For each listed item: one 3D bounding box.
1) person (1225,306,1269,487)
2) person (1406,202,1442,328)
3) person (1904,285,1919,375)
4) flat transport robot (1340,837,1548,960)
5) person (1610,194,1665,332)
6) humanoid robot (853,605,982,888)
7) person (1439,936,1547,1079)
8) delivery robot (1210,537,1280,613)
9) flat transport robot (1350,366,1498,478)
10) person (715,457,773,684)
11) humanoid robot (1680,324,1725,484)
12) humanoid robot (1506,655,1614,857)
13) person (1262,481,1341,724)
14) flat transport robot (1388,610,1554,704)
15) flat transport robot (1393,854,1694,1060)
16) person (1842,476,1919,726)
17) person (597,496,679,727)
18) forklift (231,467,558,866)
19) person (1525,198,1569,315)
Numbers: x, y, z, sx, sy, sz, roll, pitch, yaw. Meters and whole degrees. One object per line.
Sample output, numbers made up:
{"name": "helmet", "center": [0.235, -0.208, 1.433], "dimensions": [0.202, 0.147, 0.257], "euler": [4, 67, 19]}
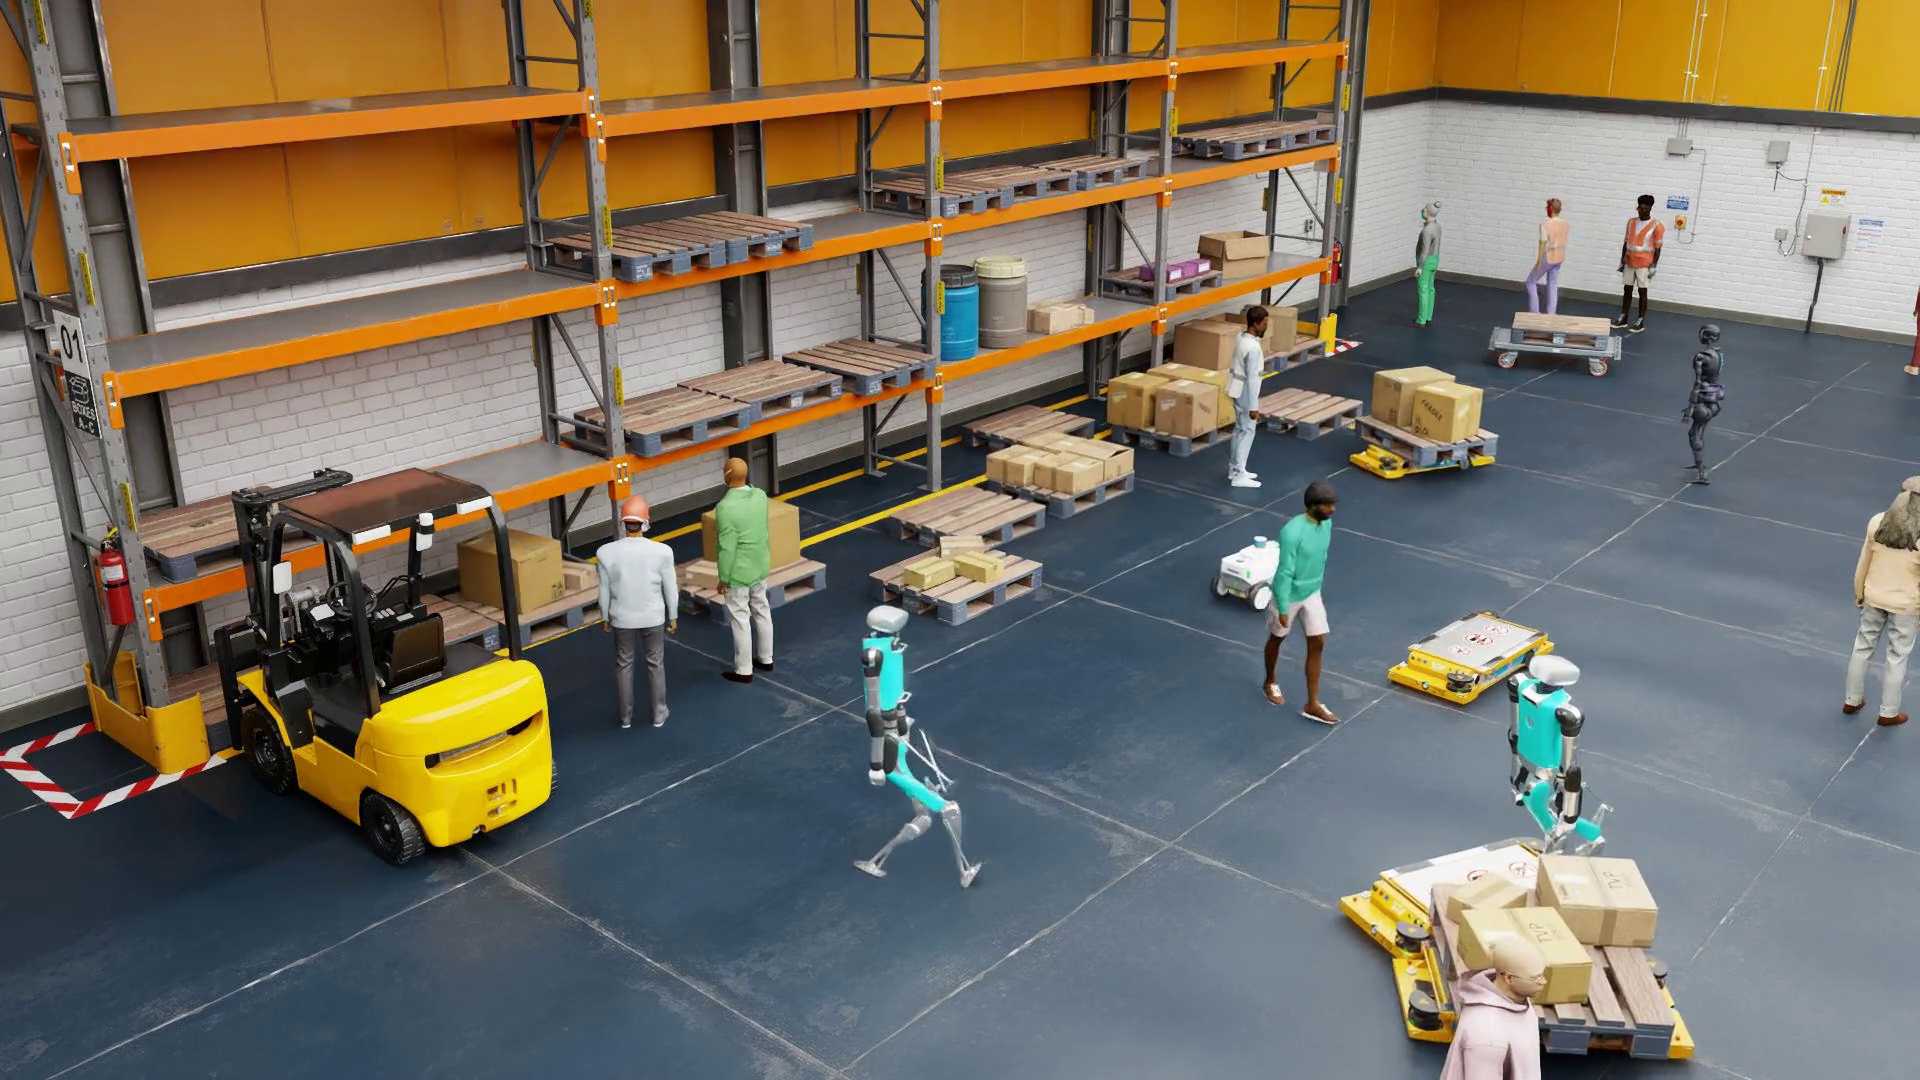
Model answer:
{"name": "person", "center": [2.958, -1.484, 17.210], "dimensions": [0.398, 1.907, 0.600], "euler": [-1, 20, -3]}
{"name": "person", "center": [6.768, -4.009, 24.161], "dimensions": [0.340, 1.831, 0.512], "euler": [14, 24, 33]}
{"name": "person", "center": [12.615, -3.009, 21.530], "dimensions": [0.466, 1.775, 0.376], "euler": [3, 21, 9]}
{"name": "flat transport robot", "center": [3.029, 2.119, 9.809], "dimensions": [1.431, 0.231, 0.659], "euler": [-9, 22, -22]}
{"name": "person", "center": [9.744, -3.982, 23.892], "dimensions": [0.361, 1.964, 0.612], "euler": [-13, 24, -31]}
{"name": "humanoid robot", "center": [-0.170, 1.278, 10.035], "dimensions": [0.952, 1.785, 0.575], "euler": [5, 21, 13]}
{"name": "person", "center": [2.158, 2.399, 6.862], "dimensions": [0.401, 1.781, 0.533], "euler": [10, 23, 25]}
{"name": "delivery robot", "center": [2.575, 0.272, 14.408], "dimensions": [0.802, 0.600, 0.499], "euler": [-17, 26, -39]}
{"name": "flat transport robot", "center": [5.020, -0.923, 18.052], "dimensions": [1.431, 0.231, 0.659], "euler": [-8, 22, -21]}
{"name": "person", "center": [-1.661, 0.228, 12.748], "dimensions": [0.384, 1.781, 0.551], "euler": [14, 24, 33]}
{"name": "humanoid robot", "center": [7.822, -1.432, 17.399], "dimensions": [0.596, 1.646, 0.401], "euler": [-18, 27, -40]}
{"name": "humanoid robot", "center": [3.483, 1.462, 9.535], "dimensions": [0.803, 1.810, 0.552], "euler": [-8, 22, -21]}
{"name": "person", "center": [2.518, 0.444, 12.123], "dimensions": [0.510, 1.802, 0.871], "euler": [-10, 22, -25]}
{"name": "flat transport robot", "center": [4.040, 0.908, 13.092], "dimensions": [1.431, 0.231, 0.659], "euler": [-19, 27, -41]}
{"name": "flat transport robot", "center": [3.092, 2.457, 8.894], "dimensions": [1.431, 0.231, 0.659], "euler": [2, 20, 6]}
{"name": "person", "center": [6.754, 0.440, 12.043], "dimensions": [0.391, 1.875, 0.565], "euler": [-14, 25, -34]}
{"name": "person", "center": [-2.317, 0.524, 12.009], "dimensions": [0.571, 1.738, 0.349], "euler": [-3, 20, -8]}
{"name": "forklift", "center": [-3.730, 0.710, 10.856], "dimensions": [2.313, 2.155, 1.214], "euler": [17, 26, 38]}
{"name": "person", "center": [8.570, -4.078, 24.344], "dimensions": [0.610, 1.822, 0.589], "euler": [-12, 23, -29]}
